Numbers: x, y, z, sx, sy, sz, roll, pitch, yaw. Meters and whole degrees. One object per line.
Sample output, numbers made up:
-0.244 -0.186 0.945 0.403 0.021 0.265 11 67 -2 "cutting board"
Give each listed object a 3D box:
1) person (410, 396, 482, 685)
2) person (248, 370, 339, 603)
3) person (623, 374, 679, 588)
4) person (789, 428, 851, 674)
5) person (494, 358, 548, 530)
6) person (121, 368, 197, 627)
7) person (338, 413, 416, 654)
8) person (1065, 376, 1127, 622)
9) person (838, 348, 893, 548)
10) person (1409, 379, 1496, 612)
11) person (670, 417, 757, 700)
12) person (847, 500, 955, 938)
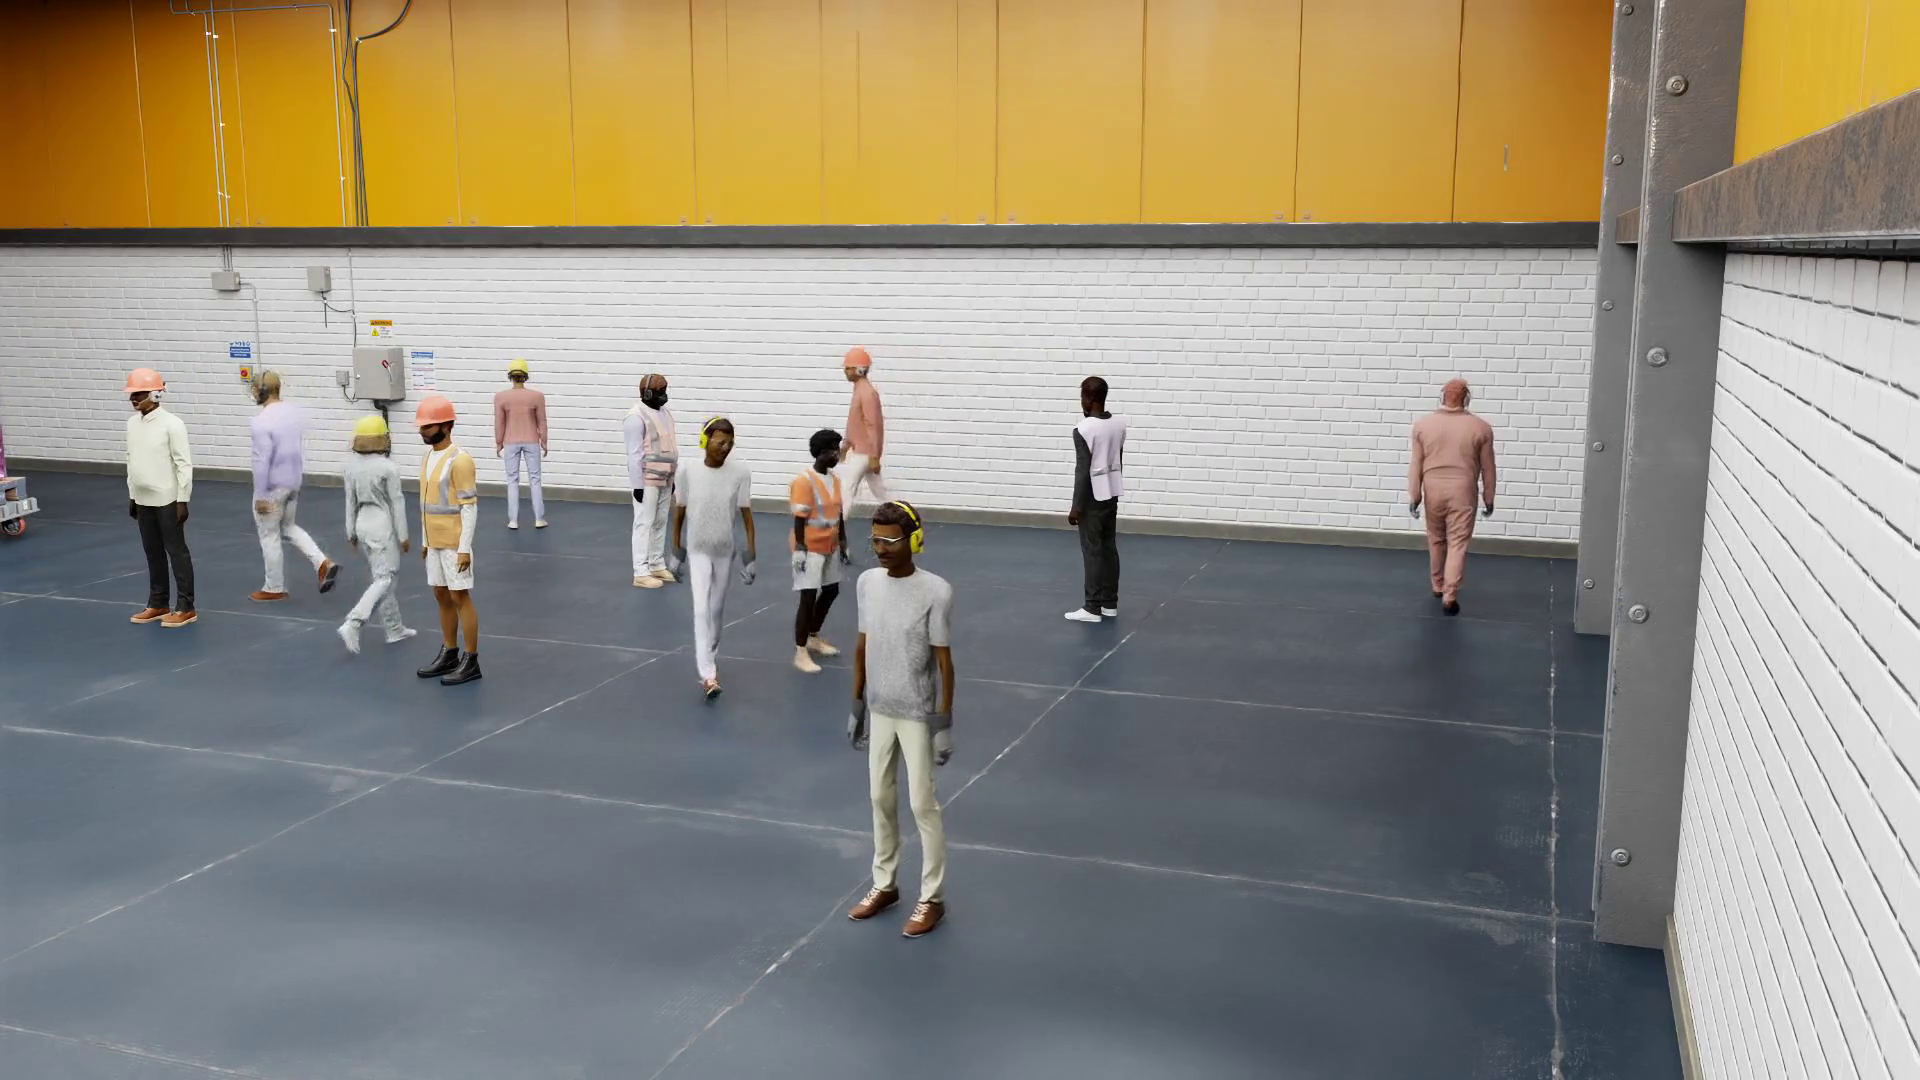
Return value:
-3.451 0.001 11.109 0.552 1.934 0.363 9 14 42 "person"
-5.504 -0.425 13.526 0.663 1.924 0.645 2 10 9 "person"
-2.633 -0.513 14.309 0.430 1.836 0.628 4 11 19 "person"
-1.024 0.061 11.524 0.372 1.674 0.588 6 11 28 "person"
-4.520 -0.986 17.154 0.533 1.765 0.330 -2 10 -13 "person"
-6.170 -0.325 12.776 0.625 1.992 0.388 5 11 26 "person"
-4.249 -0.055 12.014 0.487 1.717 0.775 5 11 26 "person"
1.068 -0.318 12.958 0.391 1.919 0.593 8 13 37 "person"
-1.010 -0.854 15.891 1.015 1.941 0.618 -1 10 -5 "person"
3.986 -0.375 13.463 0.658 1.859 0.969 5 11 27 "person"
-1.593 0.115 10.817 0.544 1.810 0.992 -3 10 -16 "person"
-0.254 0.750 7.101 0.533 1.861 0.325 7 12 35 "person"
